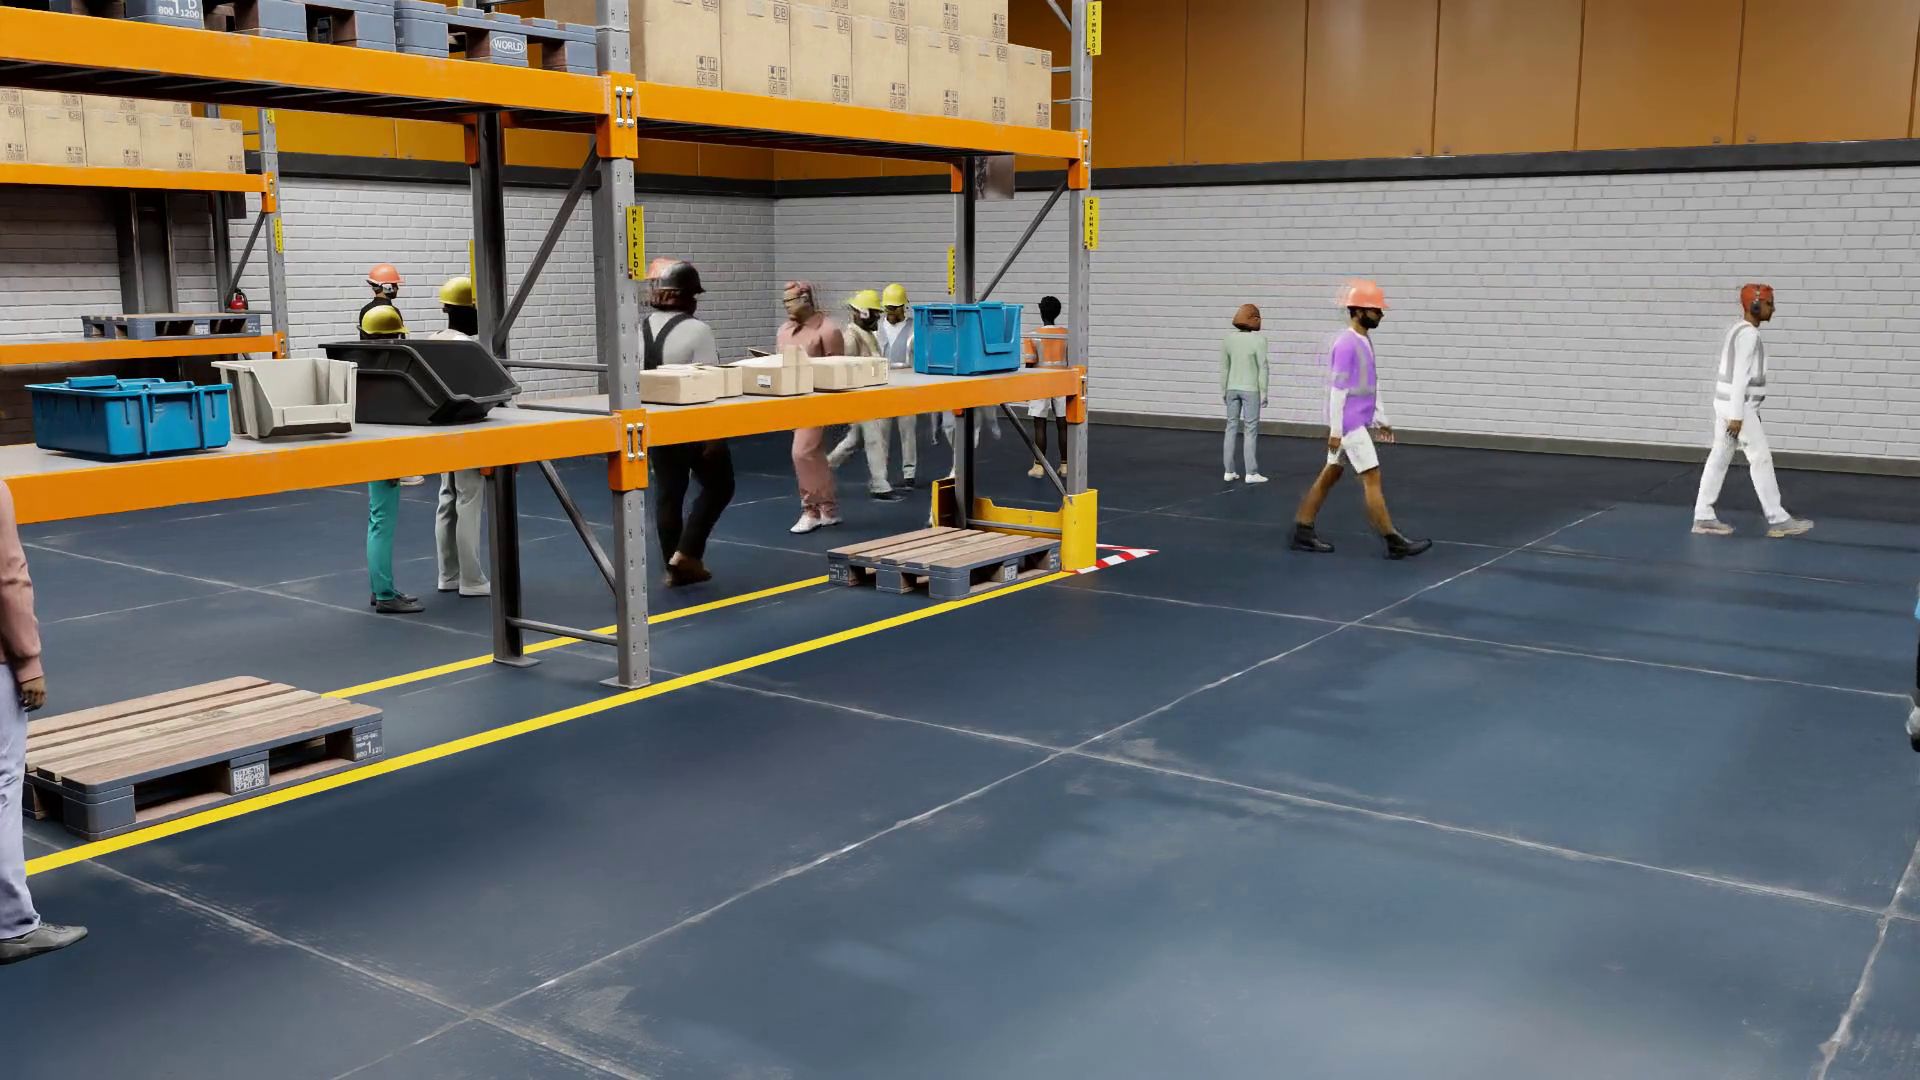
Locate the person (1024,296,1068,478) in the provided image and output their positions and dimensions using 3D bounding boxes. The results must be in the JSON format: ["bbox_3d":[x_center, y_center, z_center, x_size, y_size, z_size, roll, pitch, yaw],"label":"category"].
[{"bbox_3d":[0.835,-1.423,15.535,0.532,1.697,0.319,-3,10,-19],"label":"person"}]

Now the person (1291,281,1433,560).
[{"bbox_3d":[2.731,-0.809,11.325,0.988,1.885,0.564,4,10,22],"label":"person"}]

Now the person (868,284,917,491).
[{"bbox_3d":[-0.576,-1.339,14.665,0.588,1.823,0.403,2,10,10],"label":"person"}]

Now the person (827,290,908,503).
[{"bbox_3d":[-0.881,-1.214,14.028,0.872,1.791,0.589,3,10,15],"label":"person"}]

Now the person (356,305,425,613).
[{"bbox_3d":[-3.304,-0.463,9.613,0.315,1.769,0.524,-4,10,-22],"label":"person"}]

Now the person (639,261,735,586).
[{"bbox_3d":[-1.703,-0.715,10.296,0.710,2.000,0.536,7,12,36],"label":"person"}]

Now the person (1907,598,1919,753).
[{"bbox_3d":[2.769,0.484,4.292,0.546,1.649,0.806,4,10,21],"label":"person"}]

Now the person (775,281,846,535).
[{"bbox_3d":[-1.188,-0.987,12.433,0.758,1.870,0.655,-9,13,-42],"label":"person"}]

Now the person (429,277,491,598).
[{"bbox_3d":[-2.996,-0.619,10.062,0.381,1.924,0.593,-9,13,-44],"label":"person"}]

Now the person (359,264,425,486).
[{"bbox_3d":[-5.161,-1.485,15.018,0.609,1.995,0.378,8,12,39],"label":"person"}]

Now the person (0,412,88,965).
[{"bbox_3d":[-2.860,0.349,4.806,0.523,1.760,0.325,3,10,17],"label":"person"}]

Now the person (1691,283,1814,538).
[{"bbox_3d":[5.864,-0.936,12.170,0.896,1.848,0.611,3,10,16],"label":"person"}]

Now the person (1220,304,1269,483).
[{"bbox_3d":[2.610,-1.342,15.246,0.502,1.631,0.286,9,13,44],"label":"person"}]

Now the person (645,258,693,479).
[{"bbox_3d":[-2.701,-1.566,15.357,0.390,2.040,0.614,-4,11,-25],"label":"person"}]

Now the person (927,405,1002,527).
[{"bbox_3d":[-0.015,-0.846,12.394,0.505,1.596,0.831,8,13,40],"label":"person"}]
